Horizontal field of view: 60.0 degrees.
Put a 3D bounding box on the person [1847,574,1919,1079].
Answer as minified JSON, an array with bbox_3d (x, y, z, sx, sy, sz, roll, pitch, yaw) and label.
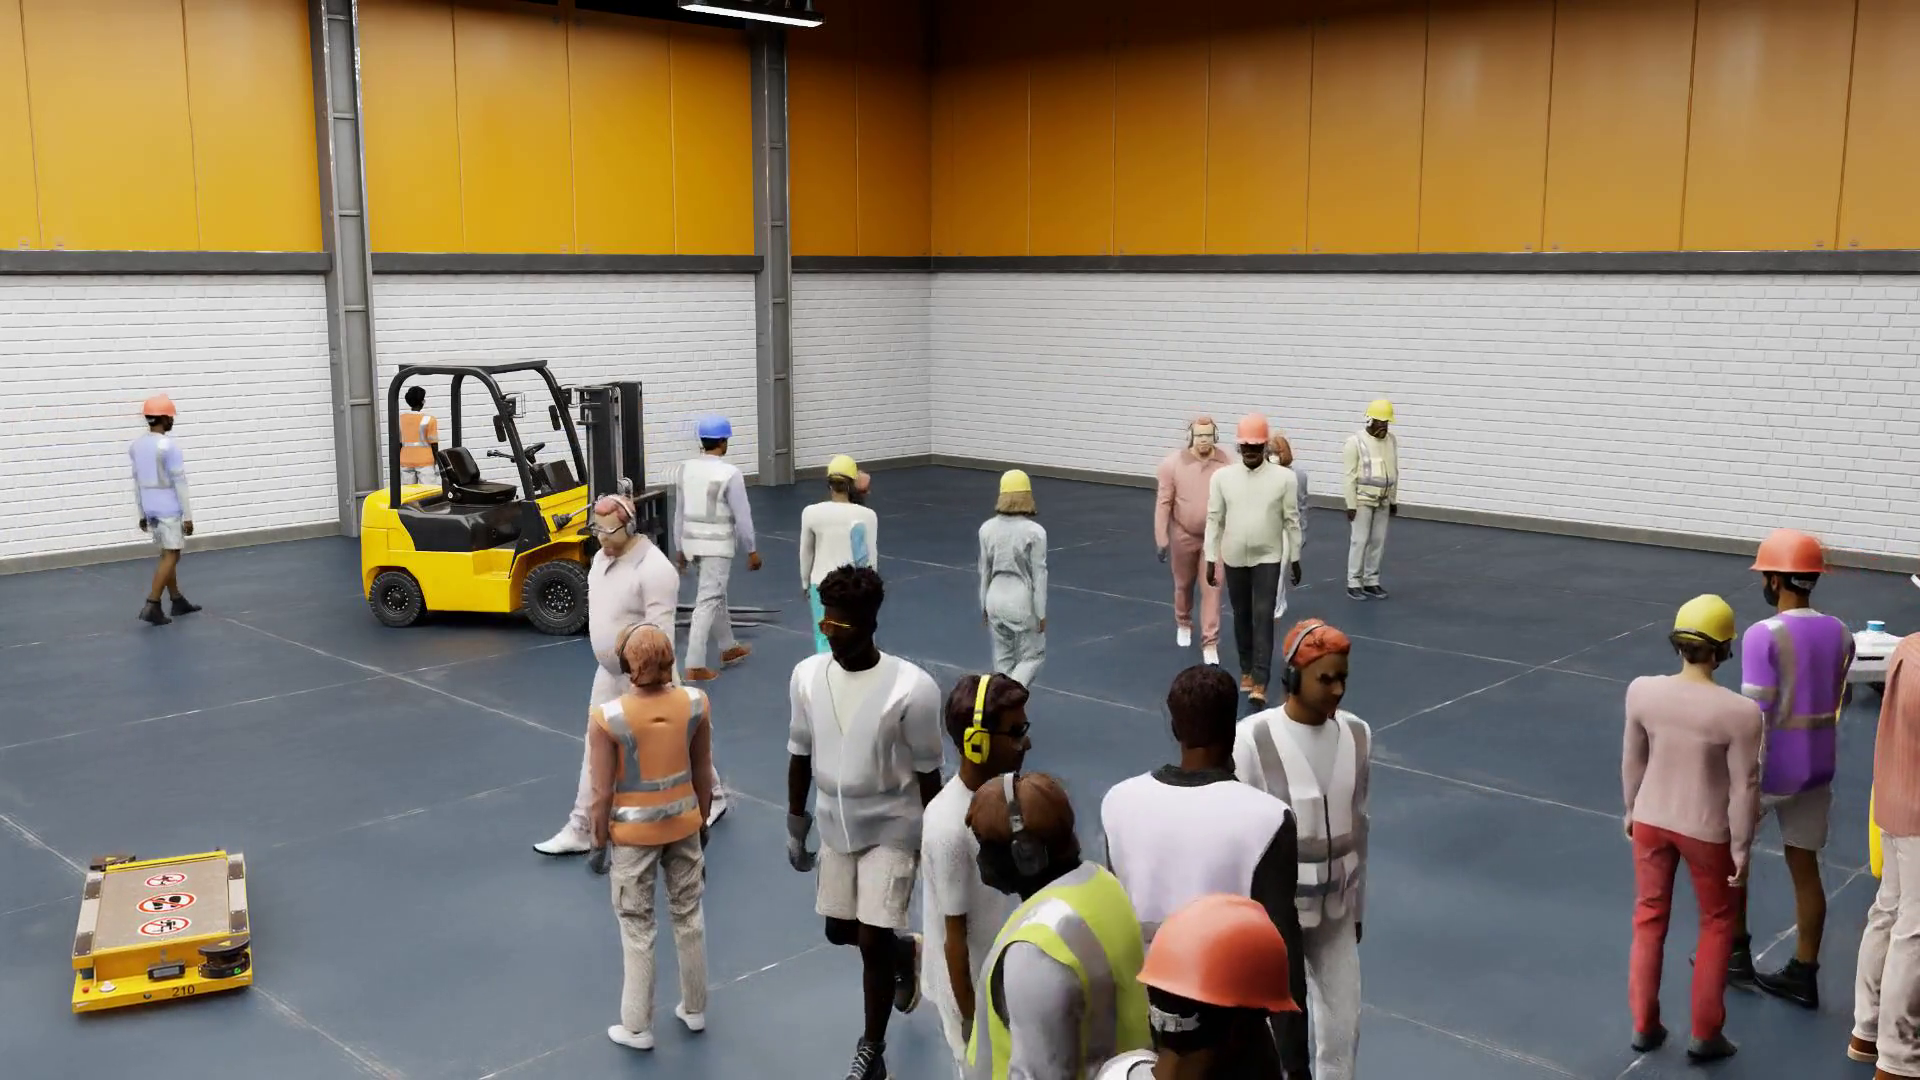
[{"bbox_3d":[3.472,0.998,5.934,0.397,1.992,0.622,2,10,14],"label":"person"}]

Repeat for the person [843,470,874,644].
[{"bbox_3d":[-0.749,0.334,11.140,0.523,1.619,0.533,-4,10,-24],"label":"person"}]

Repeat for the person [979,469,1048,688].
[{"bbox_3d":[0.302,0.426,10.298,0.492,1.715,0.507,6,11,33],"label":"person"}]

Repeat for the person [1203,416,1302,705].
[{"bbox_3d":[1.969,0.142,11.299,0.646,1.949,0.970,3,10,17],"label":"person"}]

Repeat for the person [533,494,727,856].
[{"bbox_3d":[-1.651,0.666,8.484,0.658,1.838,1.087,8,12,40],"label":"person"}]

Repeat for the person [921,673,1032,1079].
[{"bbox_3d":[0.076,1.278,4.629,0.535,1.859,0.551,3,10,18],"label":"person"}]

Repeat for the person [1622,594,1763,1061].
[{"bbox_3d":[2.725,1.069,6.223,0.360,1.764,0.533,-9,13,-42],"label":"person"}]

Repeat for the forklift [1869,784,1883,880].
[{"bbox_3d":[5.205,0.723,7.013,2.313,2.155,1.214,9,13,43],"label":"forklift"}]

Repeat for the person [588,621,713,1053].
[{"bbox_3d":[-1.159,1.116,6.298,0.517,1.639,0.310,-7,12,-37],"label":"person"}]

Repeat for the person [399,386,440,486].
[{"bbox_3d":[-5.862,-0.818,18.003,0.532,1.694,0.320,3,10,17],"label":"person"}]

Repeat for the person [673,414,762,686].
[{"bbox_3d":[-1.704,0.050,11.990,0.610,1.905,0.941,8,12,40],"label":"person"}]

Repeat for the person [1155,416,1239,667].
[{"bbox_3d":[1.812,-0.030,12.696,0.663,1.859,1.004,1,9,3],"label":"person"}]

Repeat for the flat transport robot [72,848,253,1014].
[{"bbox_3d":[-3.459,1.643,7.247,0.652,0.197,1.431,-4,10,-24],"label":"flat transport robot"}]

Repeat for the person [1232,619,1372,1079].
[{"bbox_3d":[1.065,1.160,5.330,0.592,1.862,0.720,-5,10,-26],"label":"person"}]

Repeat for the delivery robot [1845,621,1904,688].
[{"bbox_3d":[6.210,0.793,11.306,0.707,0.478,0.477,-1,9,-3],"label":"delivery robot"}]

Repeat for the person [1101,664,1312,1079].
[{"bbox_3d":[0.664,1.288,4.489,0.673,1.884,0.453,8,12,39],"label":"person"}]

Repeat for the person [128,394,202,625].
[{"bbox_3d":[-6.686,-0.256,13.927,0.552,1.949,0.631,4,10,25],"label":"person"}]

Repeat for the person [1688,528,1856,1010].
[{"bbox_3d":[3.291,0.902,6.757,0.586,1.910,0.664,-3,10,-20],"label":"person"}]

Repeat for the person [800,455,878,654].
[{"bbox_3d":[-0.805,0.295,11.085,0.535,1.718,0.906,1,9,4],"label":"person"}]

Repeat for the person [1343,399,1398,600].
[{"bbox_3d":[3.671,-0.361,14.833,0.604,1.808,0.447,-5,10,-28],"label":"person"}]

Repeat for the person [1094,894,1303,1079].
[{"bbox_3d":[0.260,1.550,2.876,0.776,1.900,0.561,-2,10,-14],"label":"person"}]

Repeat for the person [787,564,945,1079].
[{"bbox_3d":[-0.295,1.010,6.066,0.610,1.941,0.765,5,11,29],"label":"person"}]

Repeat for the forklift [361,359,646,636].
[{"bbox_3d":[-3.850,-0.407,13.936,2.313,2.155,1.214,2,9,11],"label":"forklift"}]

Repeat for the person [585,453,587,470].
[{"bbox_3d":[-3.260,-0.408,15.084,0.740,1.817,0.657,3,10,15],"label":"person"}]

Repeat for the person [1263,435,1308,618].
[{"bbox_3d":[2.615,-0.083,13.806,0.518,1.589,0.864,5,10,28],"label":"person"}]

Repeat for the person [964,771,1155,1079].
[{"bbox_3d":[0.219,1.430,3.851,0.457,1.813,0.662,3,10,20],"label":"person"}]
